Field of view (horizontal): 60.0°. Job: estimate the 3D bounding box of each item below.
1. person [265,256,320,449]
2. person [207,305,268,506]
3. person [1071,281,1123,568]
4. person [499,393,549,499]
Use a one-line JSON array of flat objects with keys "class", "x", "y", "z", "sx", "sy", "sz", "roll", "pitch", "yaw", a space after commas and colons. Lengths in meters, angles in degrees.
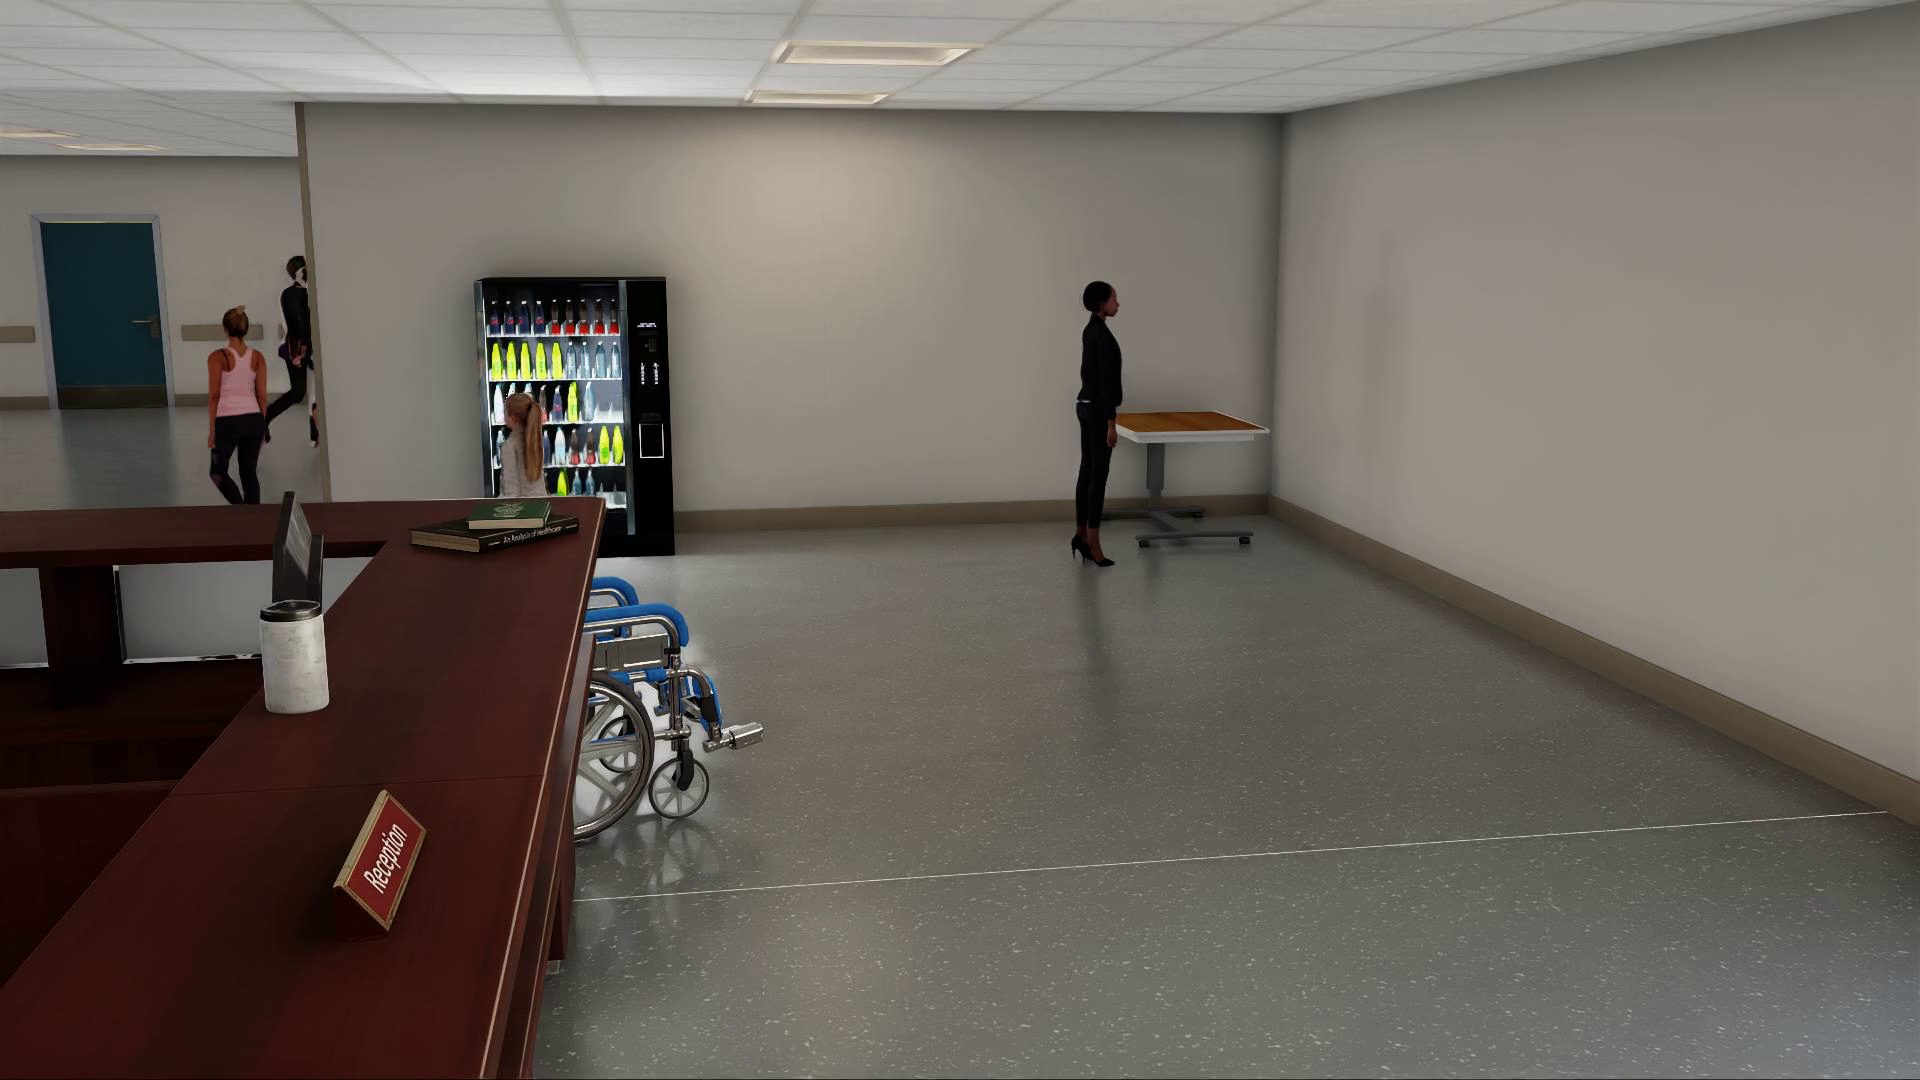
[{"class": "person", "x": -6.517, "y": -1.811, "z": 16.247, "sx": 1.121, "sy": 1.872, "sz": 0.876, "roll": 1, "pitch": 11, "yaw": 7}, {"class": "person", "x": -4.915, "y": -0.779, "z": 11.425, "sx": 0.797, "sy": 1.642, "sz": 0.734, "roll": 9, "pitch": 14, "yaw": 41}, {"class": "person", "x": 0.889, "y": -0.759, "z": 10.806, "sx": 0.518, "sy": 1.834, "sz": 0.610, "roll": -2, "pitch": 11, "yaw": -11}, {"class": "person", "x": -2.363, "y": -0.169, "z": 9.248, "sx": 0.917, "sy": 1.248, "sz": 0.796, "roll": 5, "pitch": 12, "yaw": 24}]
